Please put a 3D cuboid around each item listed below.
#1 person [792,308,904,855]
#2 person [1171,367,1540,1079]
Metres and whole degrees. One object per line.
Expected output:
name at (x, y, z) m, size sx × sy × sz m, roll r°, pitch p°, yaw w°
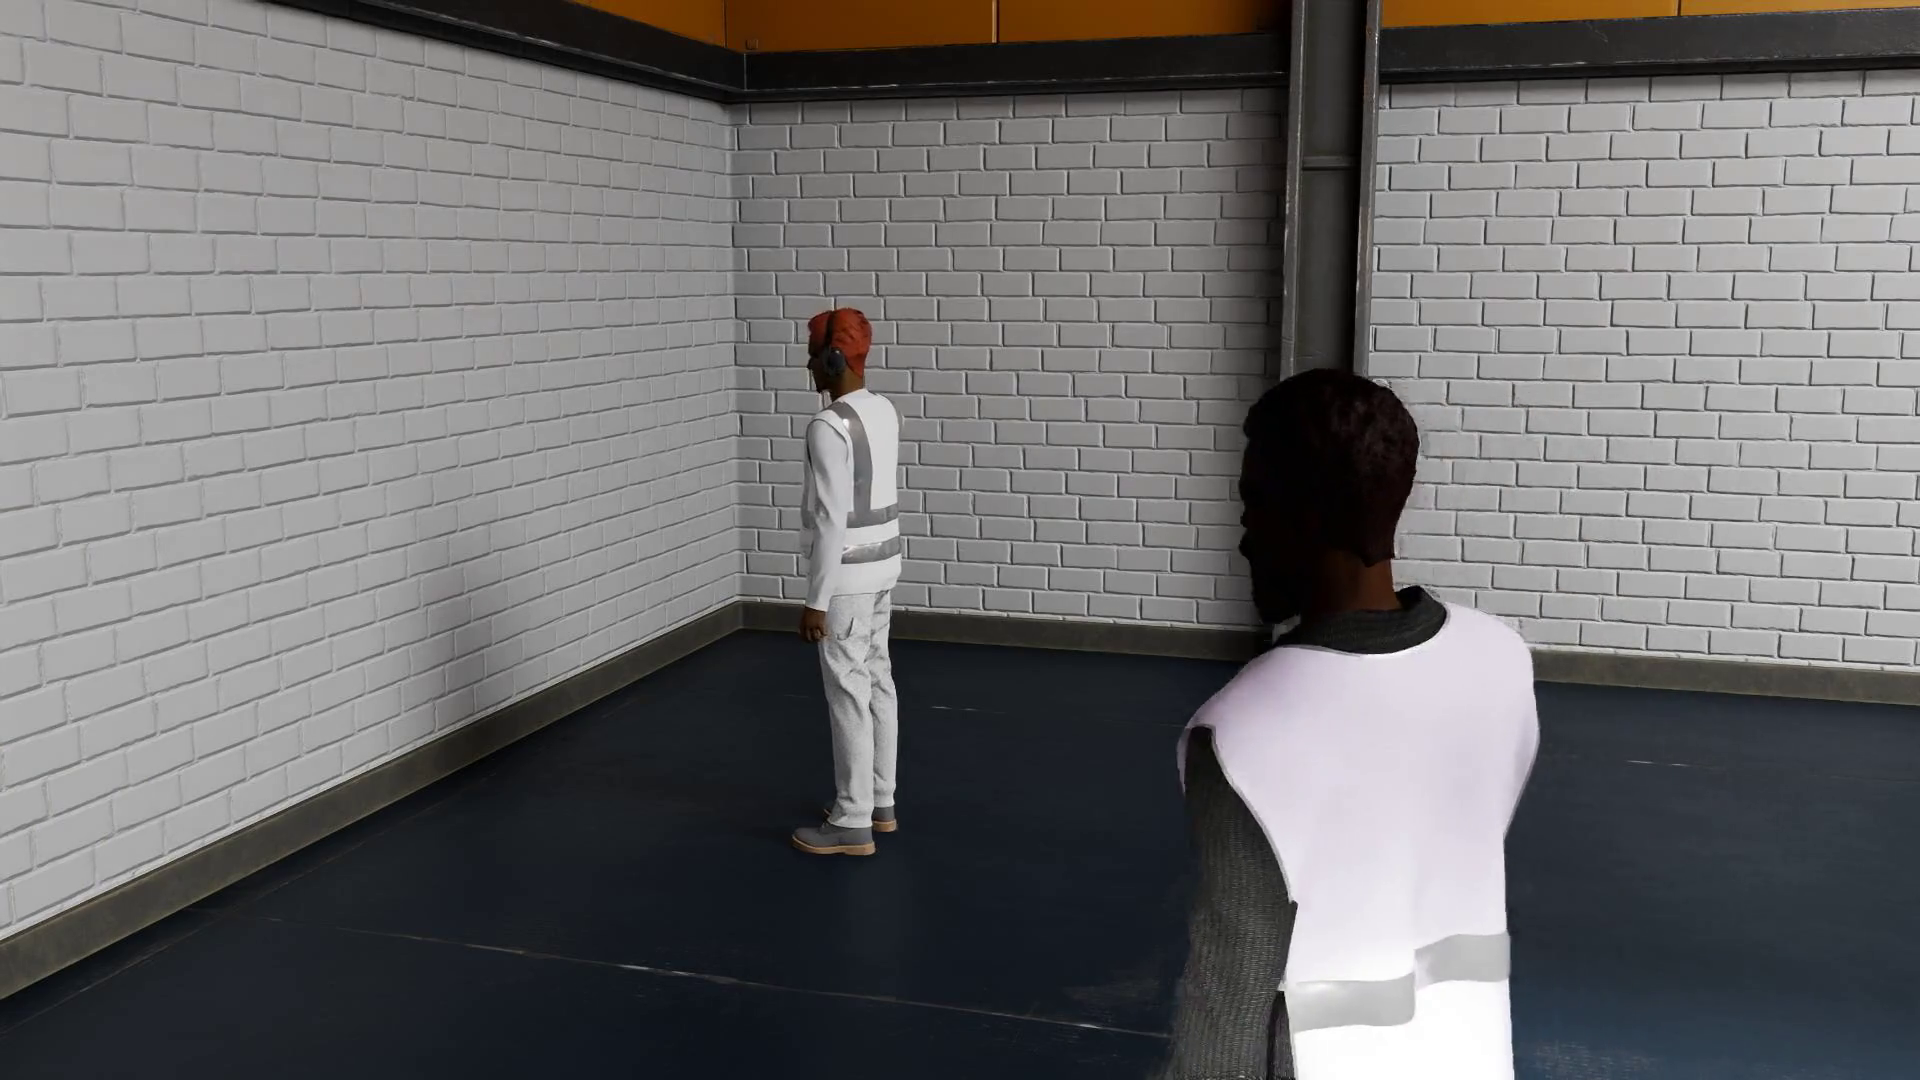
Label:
person at (-0.389, 0.154, 5.767) m, size 0.427 × 1.889 × 0.582 m, roll 3°, pitch 10°, yaw 19°
person at (0.499, 0.737, 2.126) m, size 0.615 × 1.917 × 0.605 m, roll -7°, pitch 12°, yaw -36°
